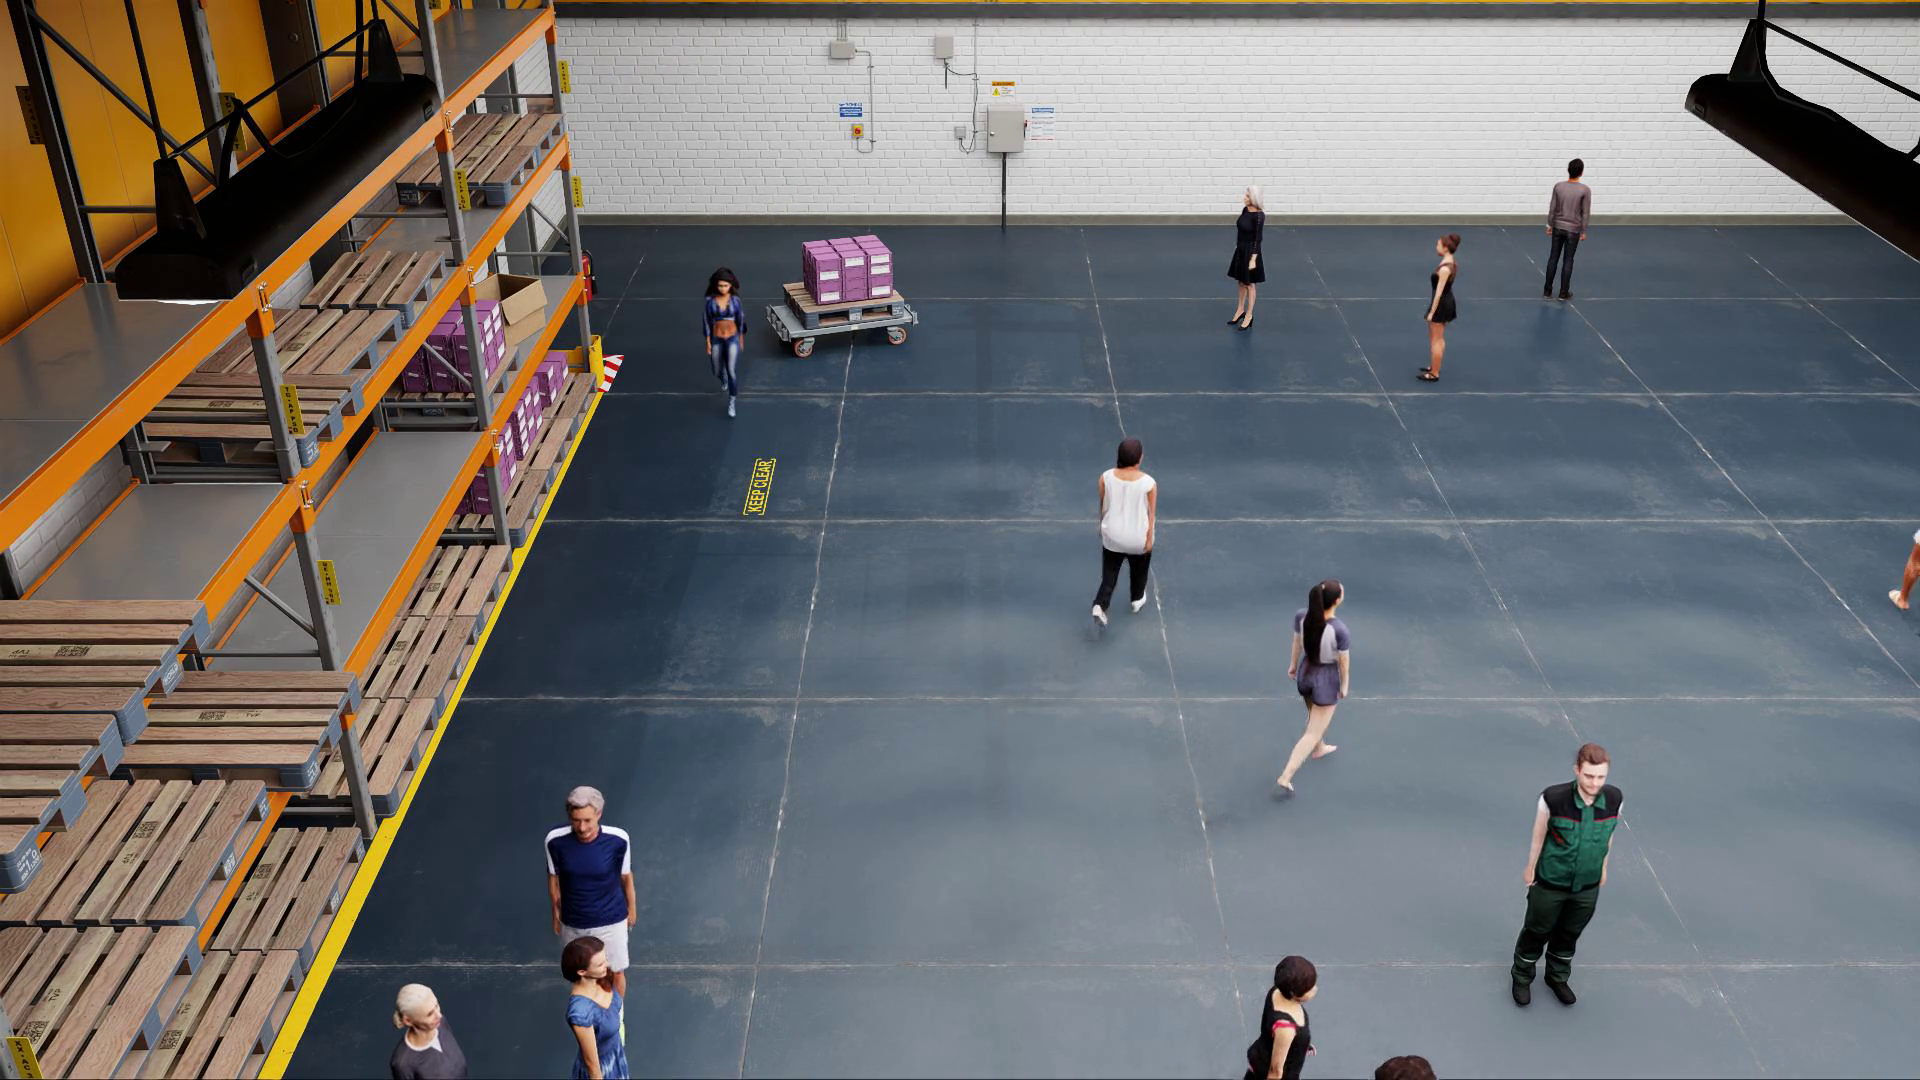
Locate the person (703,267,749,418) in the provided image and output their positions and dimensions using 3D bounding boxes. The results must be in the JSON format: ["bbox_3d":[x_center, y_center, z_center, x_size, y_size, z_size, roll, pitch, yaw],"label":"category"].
[{"bbox_3d":[-2.494,-2.119,17.644,0.655,1.607,0.807,-3,29,-5],"label":"person"}]

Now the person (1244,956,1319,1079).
[{"bbox_3d":[1.580,2.790,8.750,0.636,1.507,0.975,-2,29,-3],"label":"person"}]

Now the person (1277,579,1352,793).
[{"bbox_3d":[2.498,1.052,11.821,1.083,1.617,1.047,-23,36,-35],"label":"person"}]

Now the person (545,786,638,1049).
[{"bbox_3d":[-2.121,2.120,9.643,0.686,1.828,0.872,-2,29,-5],"label":"person"}]

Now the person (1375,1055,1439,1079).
[{"bbox_3d":[1.971,3.097,7.915,0.778,1.768,0.988,-8,30,-14],"label":"person"}]

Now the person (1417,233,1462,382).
[{"bbox_3d":[5.334,-2.581,18.417,0.728,1.678,0.629,14,32,24],"label":"person"}]

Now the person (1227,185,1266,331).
[{"bbox_3d":[3.417,-3.369,19.790,0.749,1.746,0.631,-11,31,-20],"label":"person"}]

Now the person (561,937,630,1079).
[{"bbox_3d":[-1.826,2.743,8.523,0.754,1.806,0.545,-4,29,-7],"label":"person"}]

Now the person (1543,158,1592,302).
[{"bbox_3d":[7.528,-3.861,20.669,0.717,1.768,0.727,12,31,21],"label":"person"}]

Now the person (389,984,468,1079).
[{"bbox_3d":[-2.637,2.882,8.354,0.723,1.725,0.545,7,29,12],"label":"person"}]

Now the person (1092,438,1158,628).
[{"bbox_3d":[1.359,-0.045,13.783,0.942,1.664,1.139,13,31,23],"label":"person"}]

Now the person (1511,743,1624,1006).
[{"bbox_3d":[3.612,1.982,9.882,0.639,1.841,0.563,-1,29,-2],"label":"person"}]
